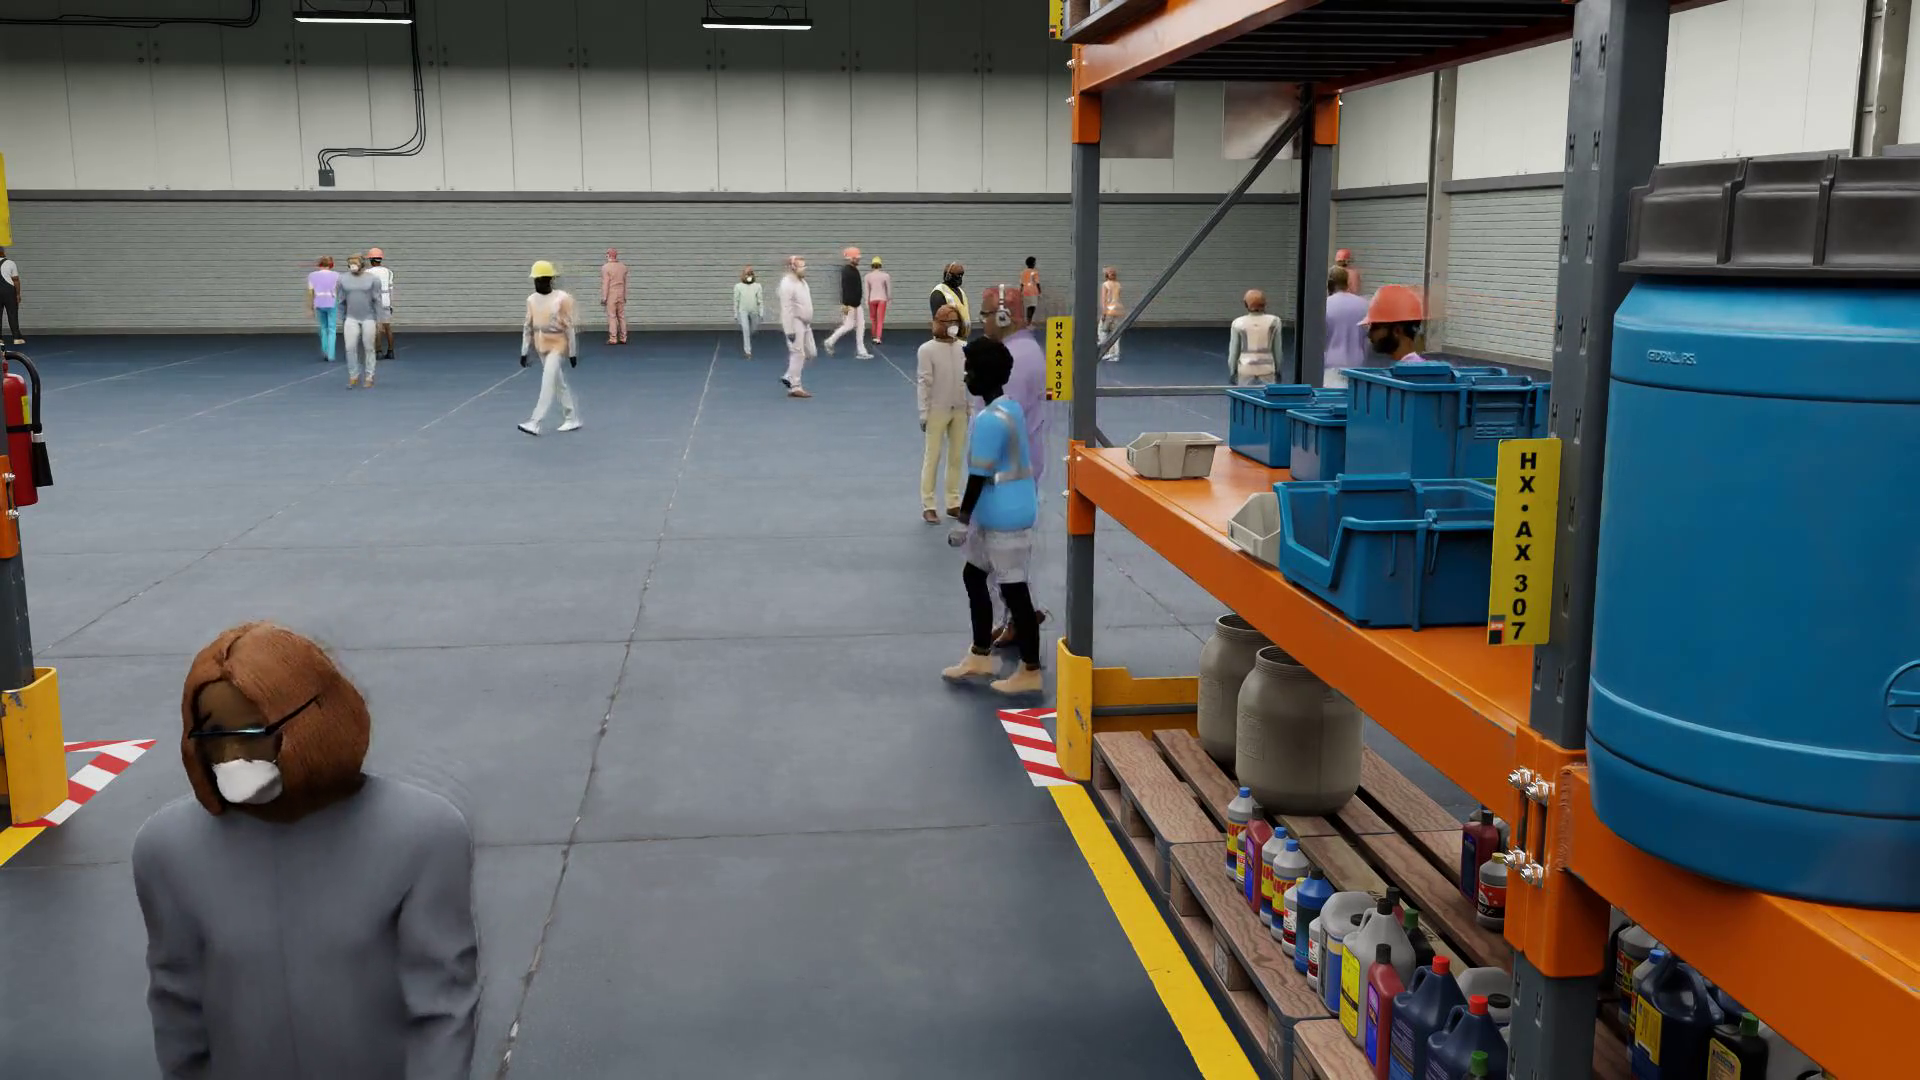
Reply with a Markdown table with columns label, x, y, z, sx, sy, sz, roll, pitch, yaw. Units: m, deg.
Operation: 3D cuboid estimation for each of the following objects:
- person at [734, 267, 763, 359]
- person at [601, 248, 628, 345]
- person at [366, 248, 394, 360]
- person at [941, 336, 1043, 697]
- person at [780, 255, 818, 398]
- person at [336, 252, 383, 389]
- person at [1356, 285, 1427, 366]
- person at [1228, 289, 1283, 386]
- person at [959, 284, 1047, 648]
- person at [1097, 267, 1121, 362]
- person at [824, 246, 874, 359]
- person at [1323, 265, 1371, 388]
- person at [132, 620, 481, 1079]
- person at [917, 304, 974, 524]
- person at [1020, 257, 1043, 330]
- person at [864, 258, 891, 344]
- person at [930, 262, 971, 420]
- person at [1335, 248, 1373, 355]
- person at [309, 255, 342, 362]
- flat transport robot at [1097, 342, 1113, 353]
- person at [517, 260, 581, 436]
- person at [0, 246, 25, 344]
| label | x | y | z | sx | sy | sz | roll | pitch | yaw |
| --- | --- | --- | --- | --- | --- | --- | --- | --- | --- |
| person | -3.737 | -4.004 | 29.334 | 0.502 | 1.606 | 0.707 | -4 | 11 | -20 |
| person | -6.870 | -4.813 | 32.925 | 0.401 | 1.906 | 0.649 | 7 | 12 | 33 |
| person | -10.107 | -4.095 | 28.903 | 0.357 | 1.936 | 0.551 | 6 | 12 | 30 |
| person | 0.107 | -0.098 | 7.689 | 0.636 | 1.671 | 0.525 | 1 | 10 | 7 |
| person | -2.146 | -2.834 | 22.121 | 0.436 | 1.890 | 0.670 | 3 | 11 | 16 |
| person | -8.410 | -3.064 | 23.322 | 0.635 | 1.916 | 0.693 | -1 | 10 | -7 |
| person | 1.959 | -0.236 | 7.828 | 0.916 | 1.899 | 0.581 | 4 | 11 | 19 |
| person | 2.895 | -1.641 | 16.295 | 0.538 | 1.633 | 0.439 | 1 | 10 | 4 |
| person | 0.220 | -0.364 | 8.577 | 0.444 | 1.886 | 0.652 | 2 | 11 | 11 |
| person | 2.536 | -3.847 | 28.402 | 0.455 | 1.620 | 0.542 | 9 | 13 | 40 |
| person | -1.955 | -4.168 | 29.219 | 0.837 | 1.970 | 0.631 | 4 | 11 | 21 |
| person | 3.460 | -1.540 | 15.078 | 0.641 | 1.888 | 1.001 | -4 | 11 | -20 |
| person | -0.940 | 0.908 | 2.417 | 0.492 | 1.583 | 0.832 | -2 | 10 | -10 |
| person | -0.096 | -0.944 | 12.463 | 0.507 | 1.631 | 0.266 | -7 | 12 | -34 |
| person | 1.620 | -5.607 | 37.982 | 0.643 | 1.677 | 0.538 | -10 | 14 | -44 |
| person | -1.649 | -4.778 | 33.264 | 0.527 | 1.722 | 0.920 | 1 | 10 | 6 |
| person | -0.090 | -2.290 | 19.292 | 0.429 | 1.838 | 0.621 | 5 | 12 | 27 |
| person | 6.908 | -4.172 | 29.339 | 0.945 | 1.948 | 0.645 | -7 | 12 | -32 |
| person | -10.792 | -3.958 | 28.477 | 0.566 | 1.822 | 0.721 | 0 | 10 | 0 |
| flat transport robot | 2.255 | -3.449 | 29.933 | 0.652 | 0.197 | 1.431 | 6 | 12 | 31 |
| person | -4.488 | -2.071 | 17.980 | 0.608 | 1.869 | 1.002 | 6 | 12 | 31 |
| person | -19.062 | -4.919 | 33.137 | 0.682 | 2.000 | 0.537 | -2 | 11 | -12 |
